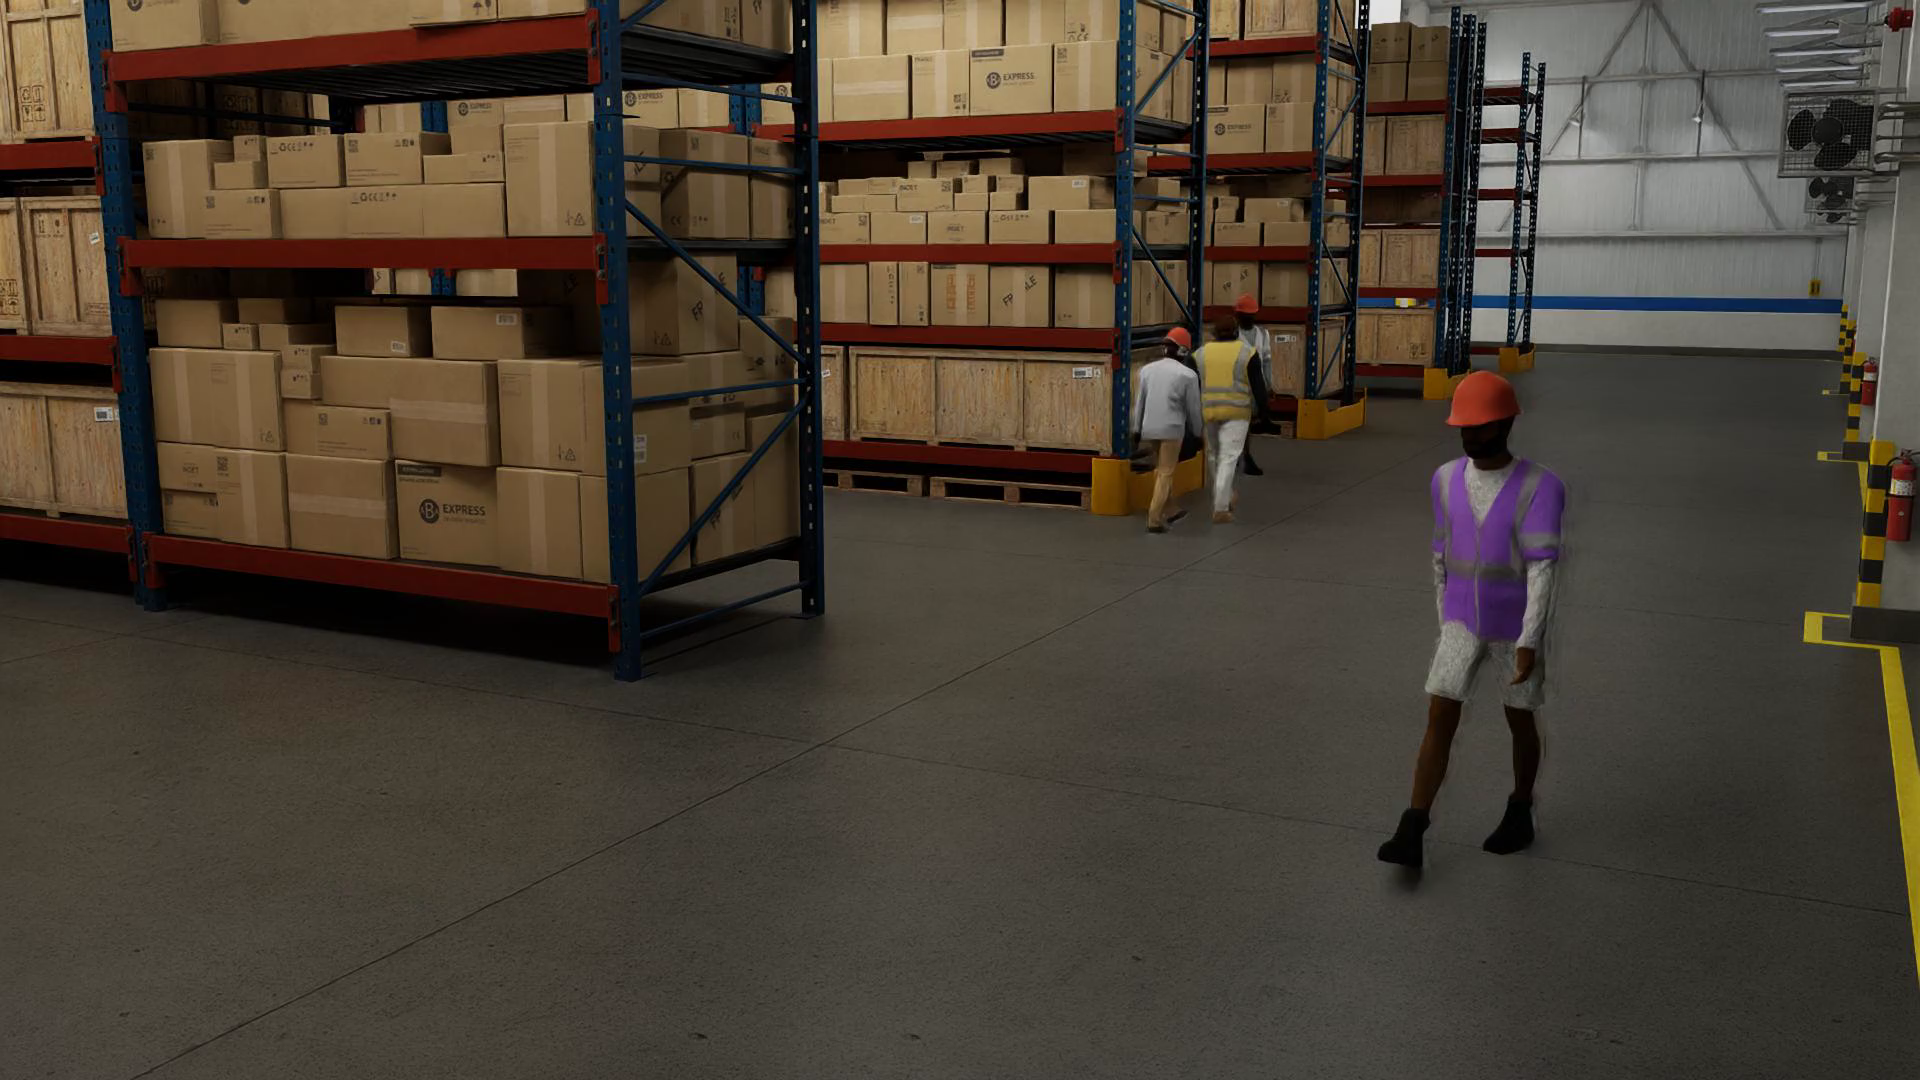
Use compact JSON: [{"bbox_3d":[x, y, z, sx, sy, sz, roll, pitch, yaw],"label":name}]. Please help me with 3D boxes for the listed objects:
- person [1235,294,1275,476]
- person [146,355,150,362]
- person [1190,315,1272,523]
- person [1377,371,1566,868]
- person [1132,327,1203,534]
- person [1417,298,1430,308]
[{"bbox_3d":[3.026,-1.673,17.753,0.542,1.909,0.926,-4,10,-21],"label":"person"},{"bbox_3d":[-8.558,-1.622,17.679,0.591,1.829,0.404,5,11,25],"label":"person"},{"bbox_3d":[2.379,-1.072,14.602,0.667,1.781,0.989,5,11,28],"label":"person"},{"bbox_3d":[1.956,0.321,6.250,0.556,1.885,0.951,9,13,42],"label":"person"},{"bbox_3d":[1.799,-0.918,13.959,0.582,1.710,0.814,9,13,43],"label":"person"},{"bbox_3d":[8.977,-4.035,32.276,0.332,1.615,0.614,1,10,3],"label":"person"}]
